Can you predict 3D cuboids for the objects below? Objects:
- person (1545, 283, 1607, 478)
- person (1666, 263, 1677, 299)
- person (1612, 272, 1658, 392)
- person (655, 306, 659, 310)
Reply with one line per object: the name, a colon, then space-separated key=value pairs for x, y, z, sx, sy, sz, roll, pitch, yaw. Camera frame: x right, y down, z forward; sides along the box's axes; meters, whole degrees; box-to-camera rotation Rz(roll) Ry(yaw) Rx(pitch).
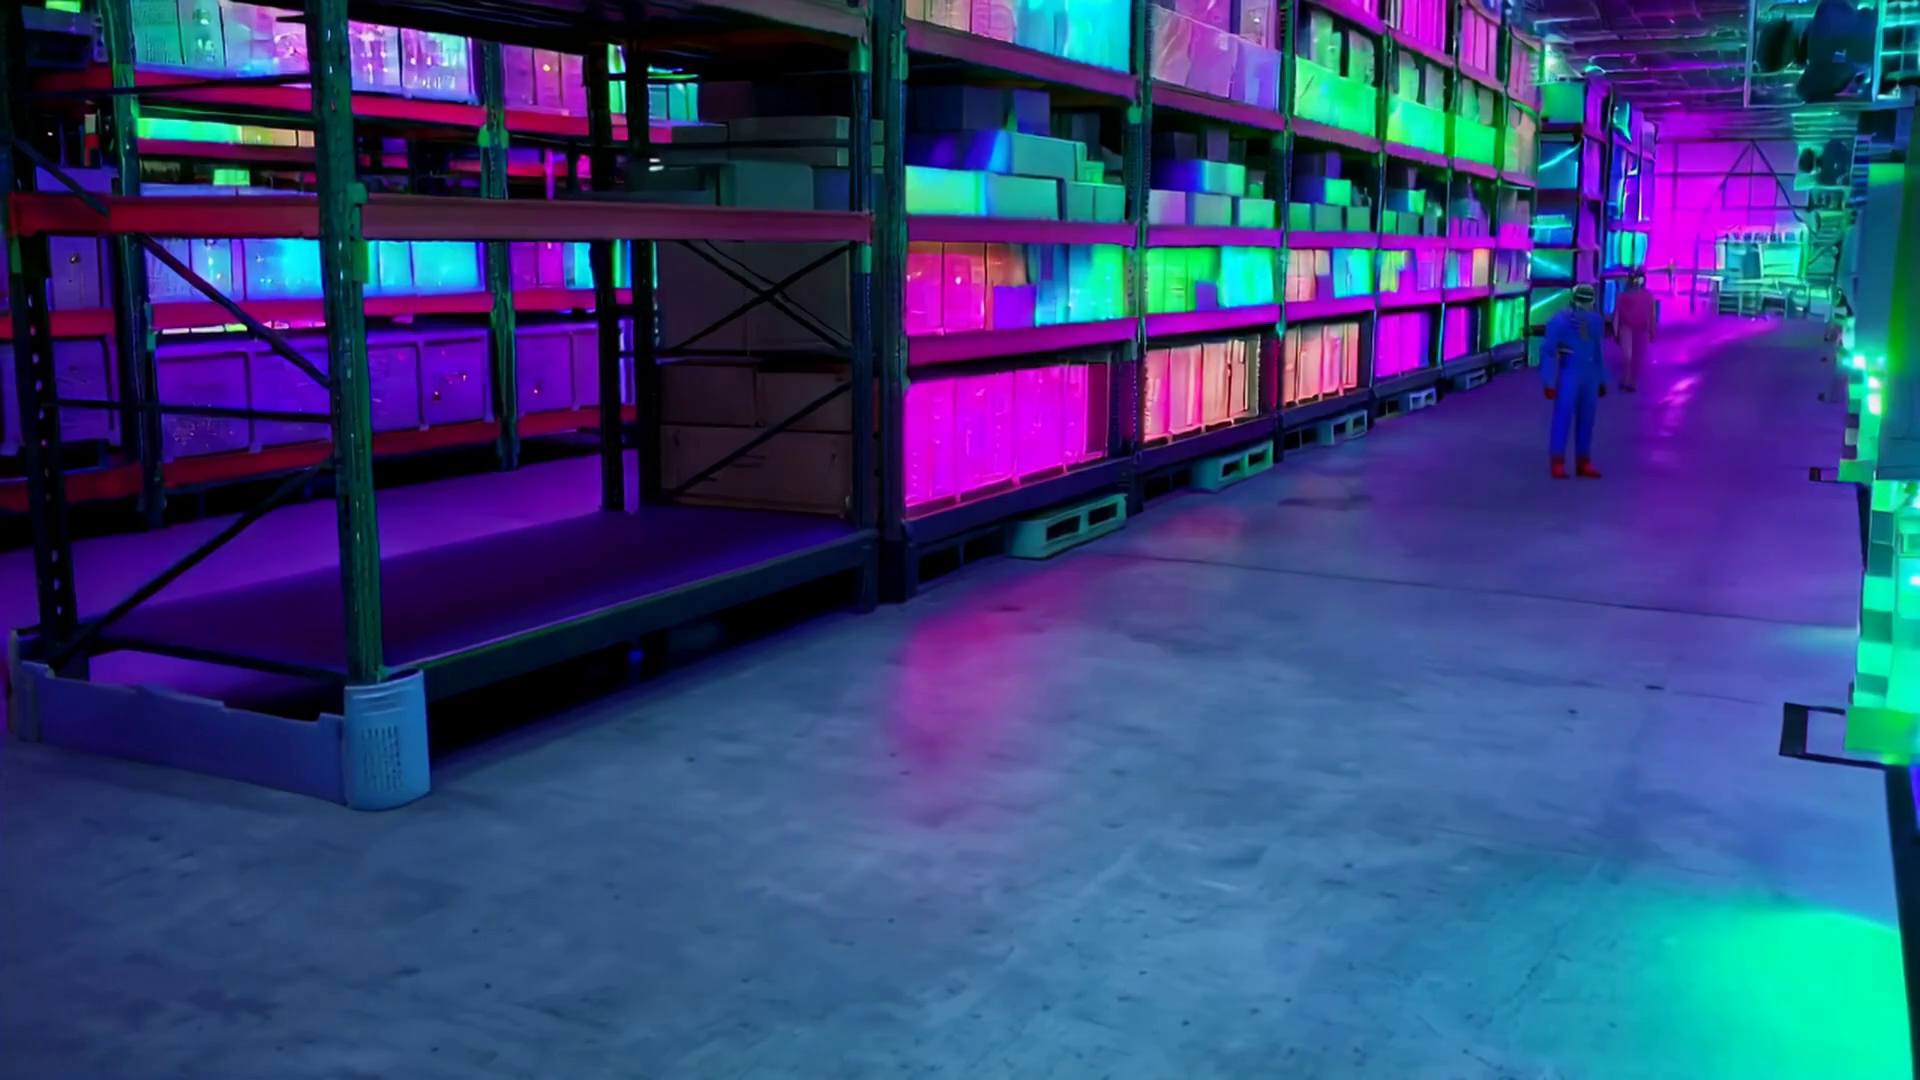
person: x=5.975 y=-1.539 z=16.123 sx=0.653 sy=1.894 sz=0.400 roll=-3 pitch=10 yaw=-15
person: x=33.928 y=-12.332 z=79.196 sx=0.538 sy=1.687 sz=0.319 roll=-8 pitch=13 yaw=-38
person: x=10.560 y=-3.230 z=25.985 sx=0.647 sy=1.870 sz=0.925 roll=2 pitch=10 yaw=9
person: x=-4.777 y=-3.346 z=26.493 sx=0.539 sy=1.930 sz=0.389 roll=-4 pitch=11 yaw=-24
